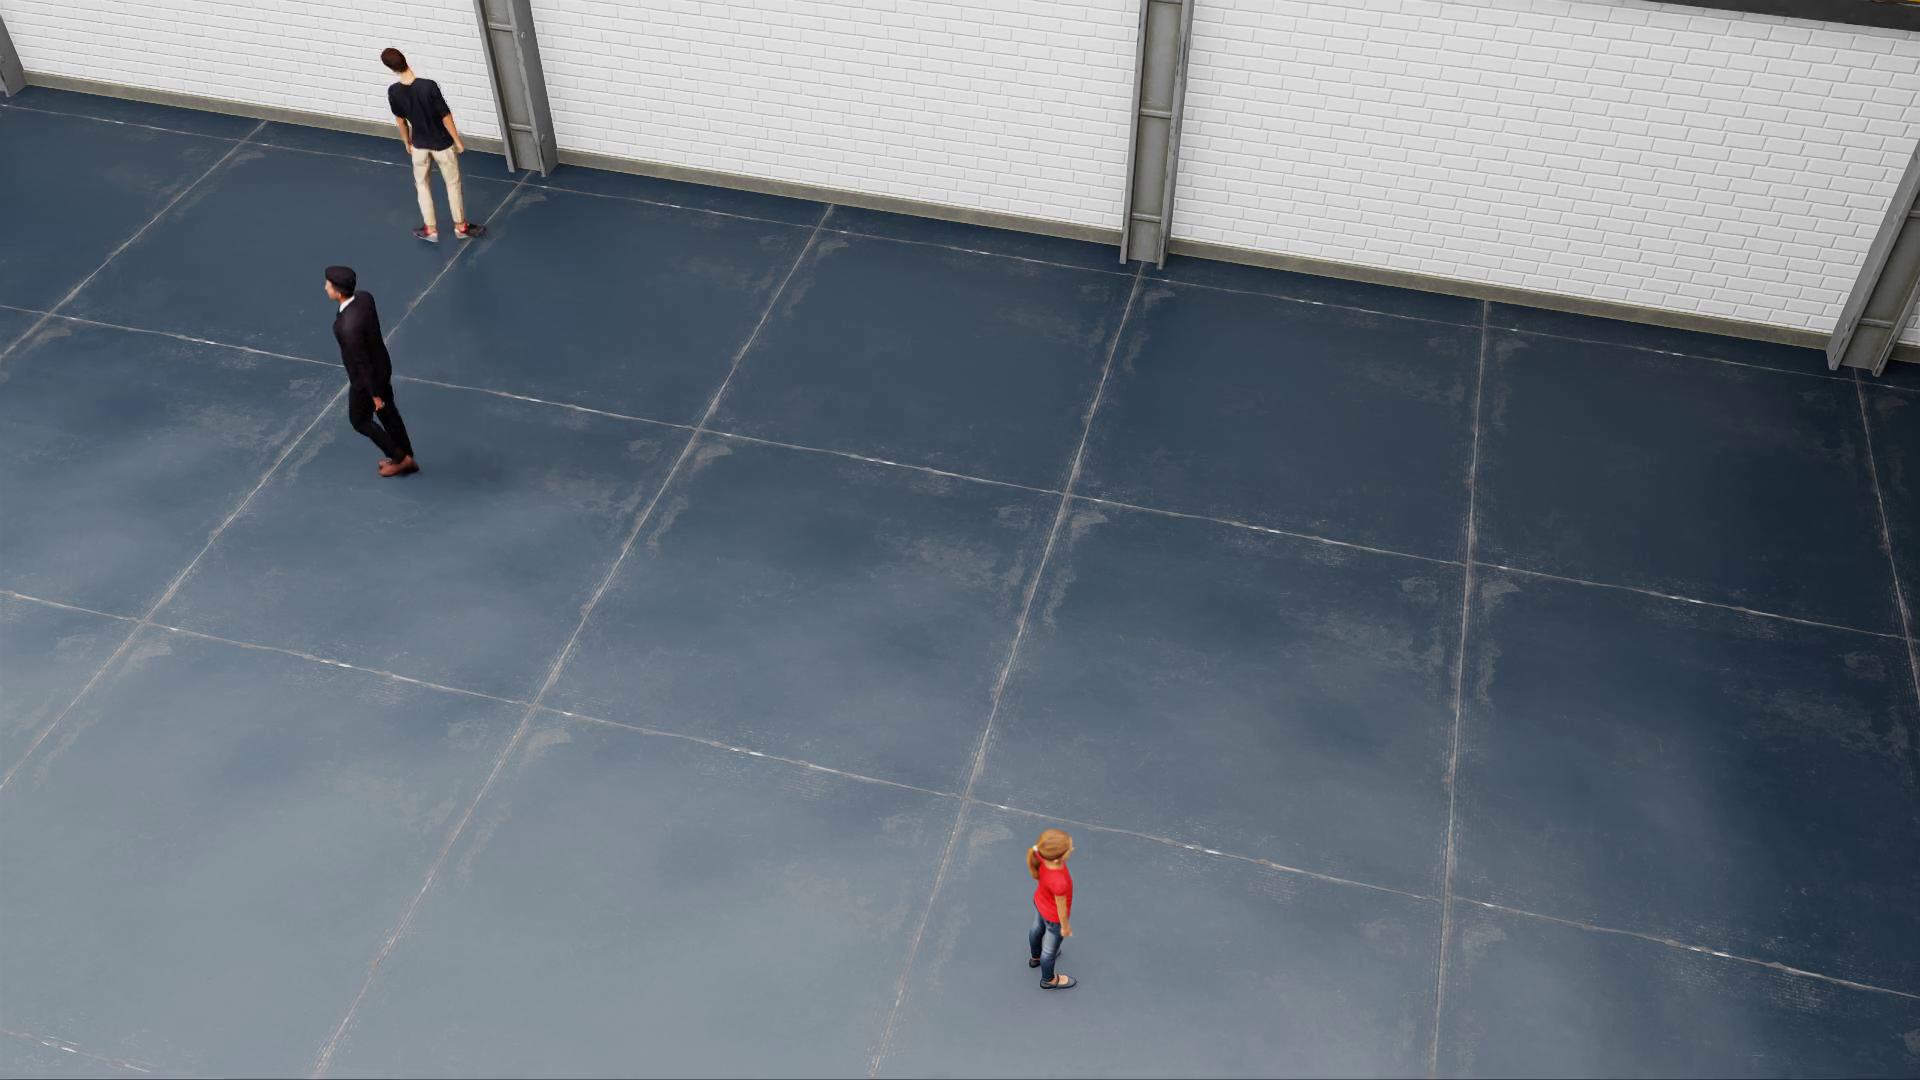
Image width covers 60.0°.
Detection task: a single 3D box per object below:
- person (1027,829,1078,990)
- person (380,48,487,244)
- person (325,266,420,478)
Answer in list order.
[{"bbox_3d":[0.501,2.035,9.239,0.619,1.311,0.571,-13,45,-13],"label":"person"},{"bbox_3d":[-4.603,-3.455,14.633,0.612,1.820,0.904,13,45,13],"label":"person"},{"bbox_3d":[-4.262,-1.223,12.253,0.686,1.870,0.759,2,44,2],"label":"person"}]
